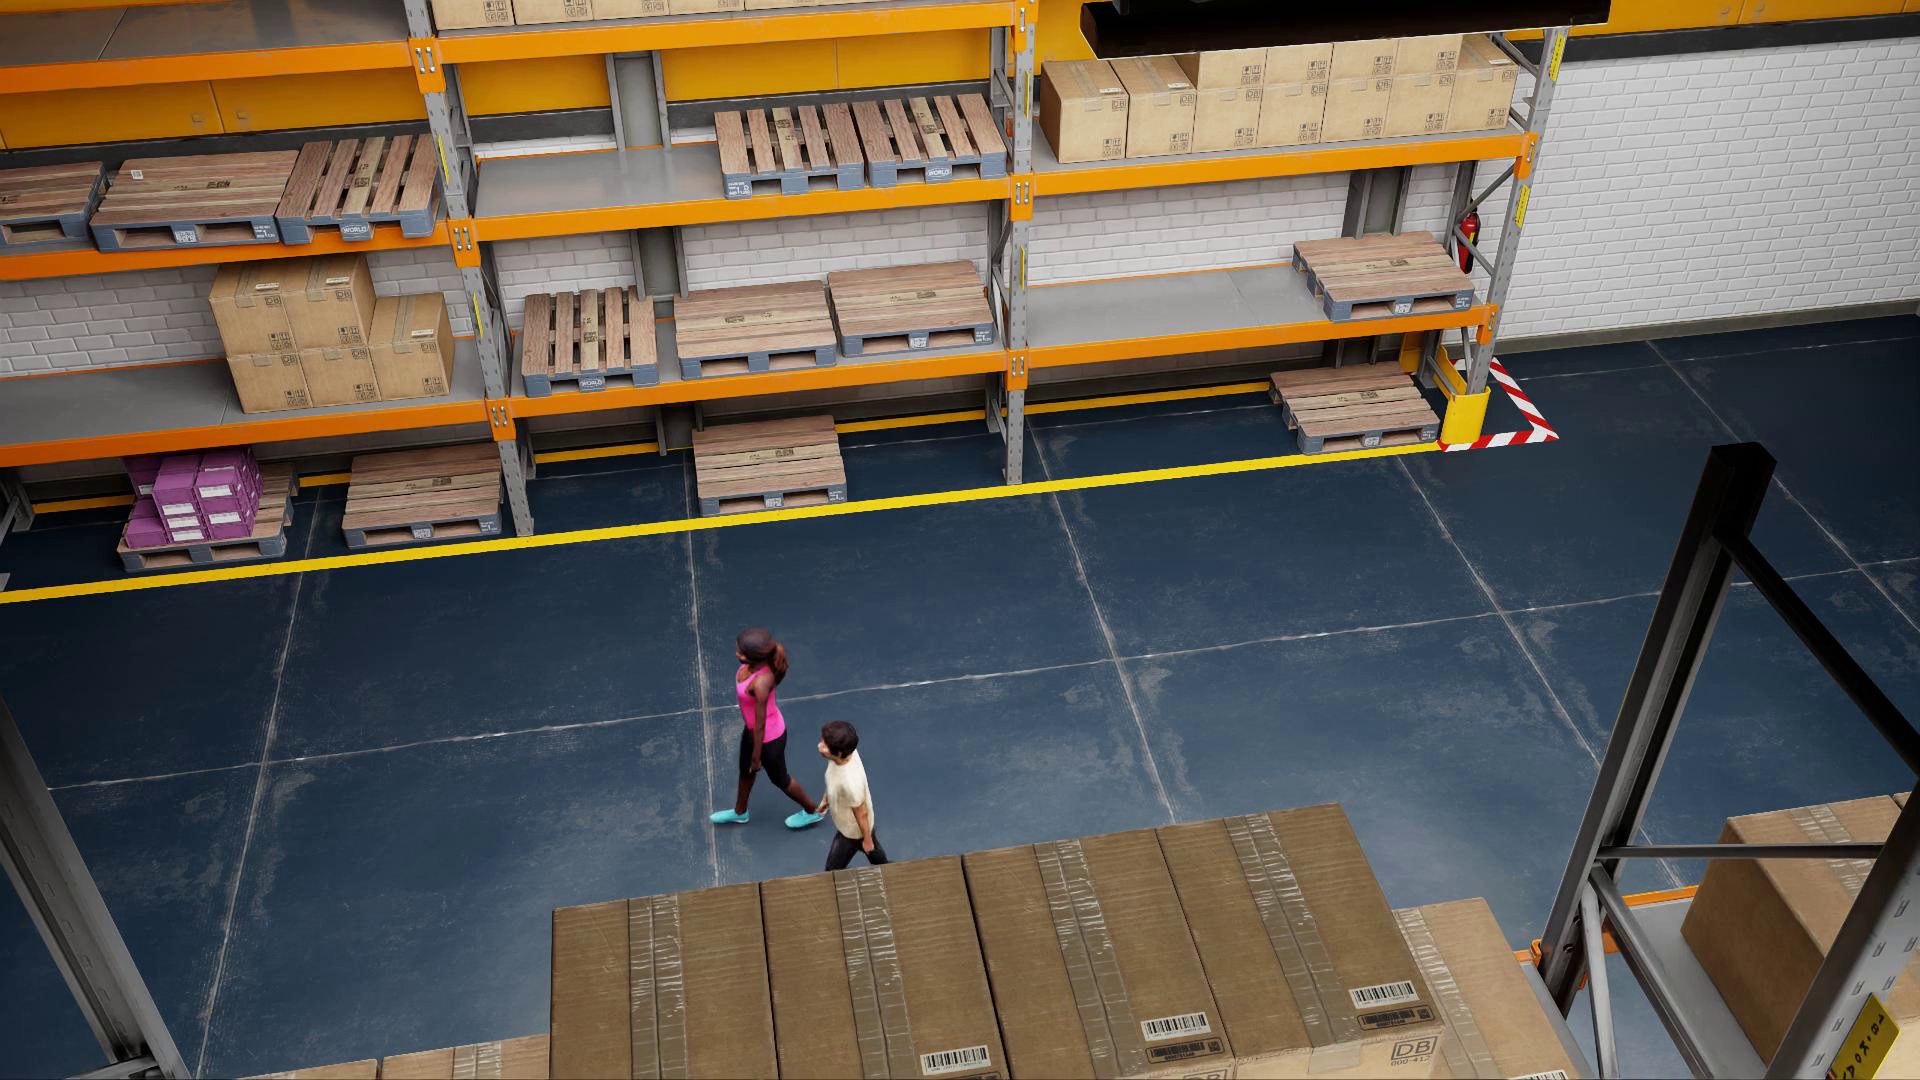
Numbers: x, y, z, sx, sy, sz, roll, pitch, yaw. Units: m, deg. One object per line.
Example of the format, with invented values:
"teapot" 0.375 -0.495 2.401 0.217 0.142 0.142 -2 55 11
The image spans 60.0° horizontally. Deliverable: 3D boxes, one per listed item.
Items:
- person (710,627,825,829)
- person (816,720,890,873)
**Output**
"person" -1.142 1.215 10.399 0.958 1.699 0.592 -5 39 -6
"person" -0.564 1.673 9.938 0.918 1.557 0.592 -7 39 -9
